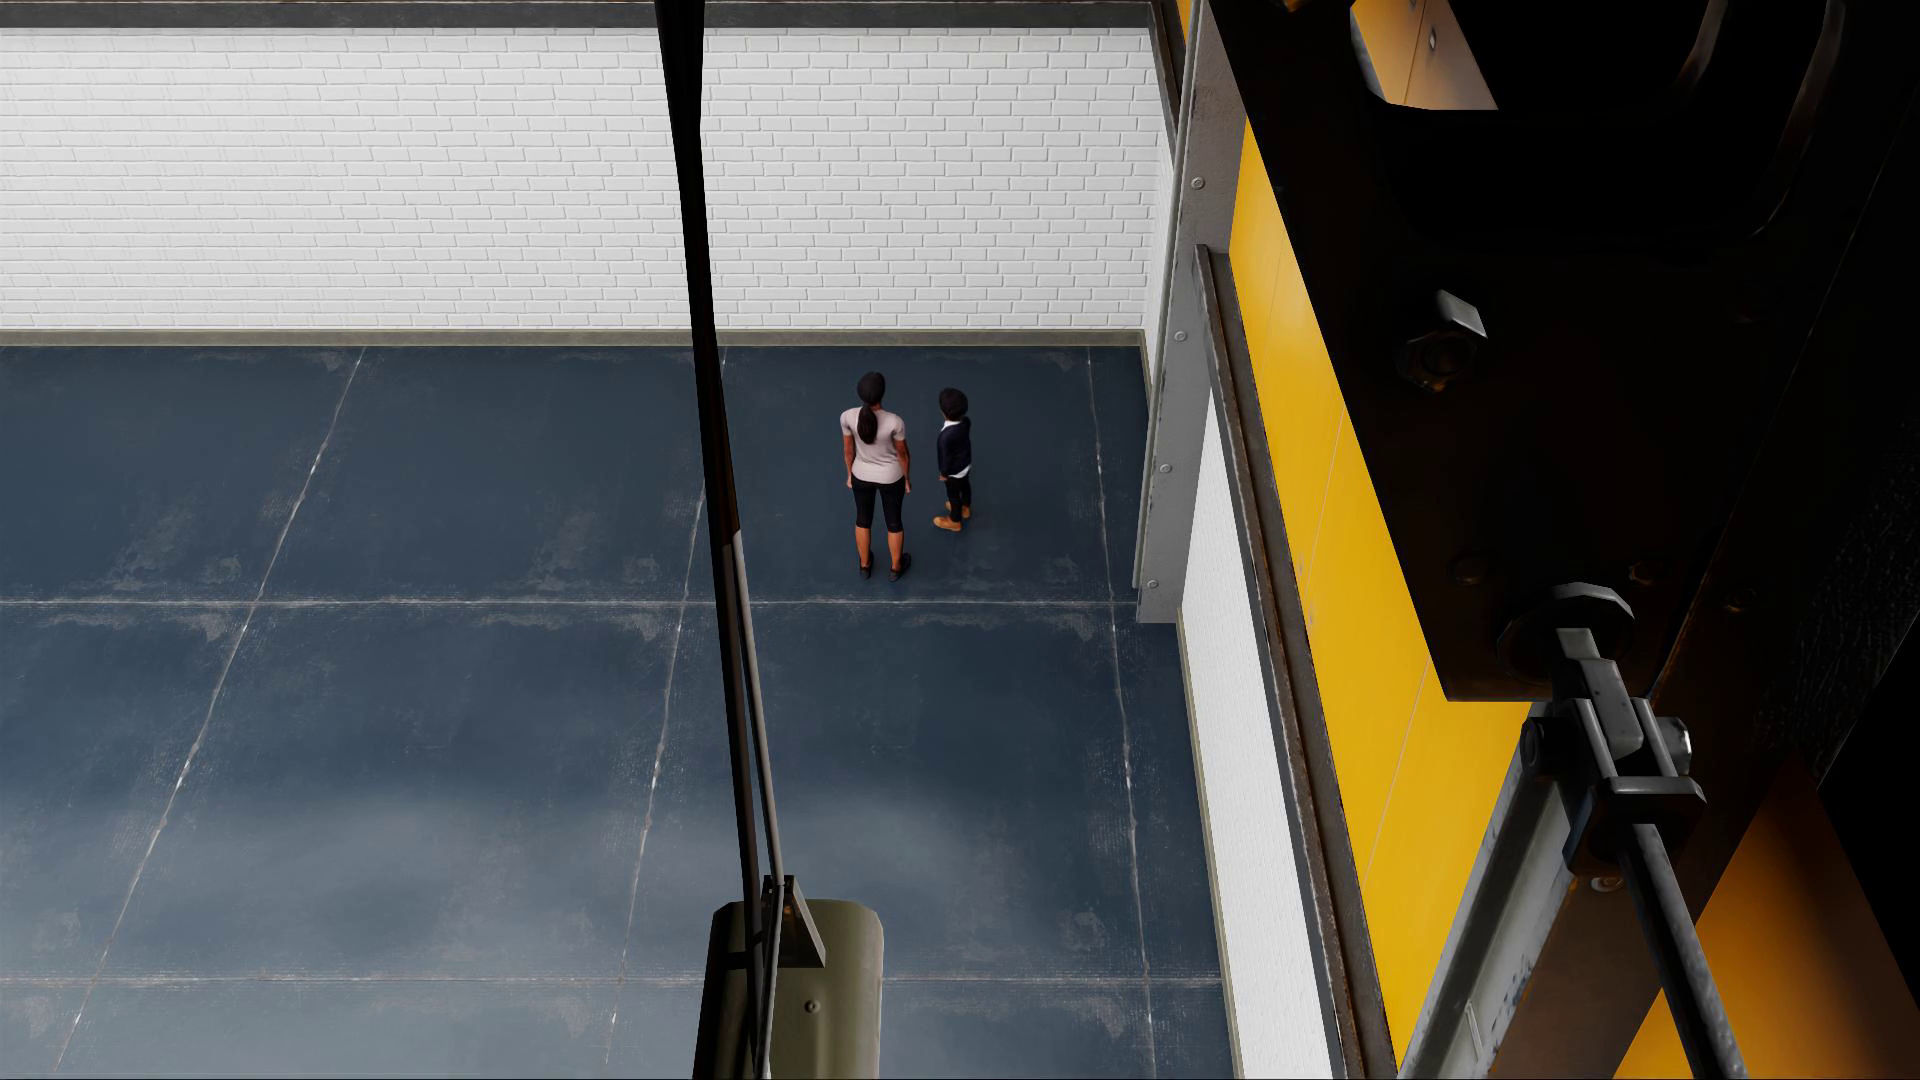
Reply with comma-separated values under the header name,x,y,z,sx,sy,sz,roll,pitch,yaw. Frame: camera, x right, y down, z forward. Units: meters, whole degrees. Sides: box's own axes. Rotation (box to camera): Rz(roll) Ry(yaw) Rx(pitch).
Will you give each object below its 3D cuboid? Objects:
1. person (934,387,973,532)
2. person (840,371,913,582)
name,x,y,z,sx,sy,sz,roll,pitch,yaw
person,-0.023,-0.578,11.833,0.639,1.223,0.548,21,48,21
person,-0.563,-0.423,11.291,0.644,1.748,0.587,7,44,7
